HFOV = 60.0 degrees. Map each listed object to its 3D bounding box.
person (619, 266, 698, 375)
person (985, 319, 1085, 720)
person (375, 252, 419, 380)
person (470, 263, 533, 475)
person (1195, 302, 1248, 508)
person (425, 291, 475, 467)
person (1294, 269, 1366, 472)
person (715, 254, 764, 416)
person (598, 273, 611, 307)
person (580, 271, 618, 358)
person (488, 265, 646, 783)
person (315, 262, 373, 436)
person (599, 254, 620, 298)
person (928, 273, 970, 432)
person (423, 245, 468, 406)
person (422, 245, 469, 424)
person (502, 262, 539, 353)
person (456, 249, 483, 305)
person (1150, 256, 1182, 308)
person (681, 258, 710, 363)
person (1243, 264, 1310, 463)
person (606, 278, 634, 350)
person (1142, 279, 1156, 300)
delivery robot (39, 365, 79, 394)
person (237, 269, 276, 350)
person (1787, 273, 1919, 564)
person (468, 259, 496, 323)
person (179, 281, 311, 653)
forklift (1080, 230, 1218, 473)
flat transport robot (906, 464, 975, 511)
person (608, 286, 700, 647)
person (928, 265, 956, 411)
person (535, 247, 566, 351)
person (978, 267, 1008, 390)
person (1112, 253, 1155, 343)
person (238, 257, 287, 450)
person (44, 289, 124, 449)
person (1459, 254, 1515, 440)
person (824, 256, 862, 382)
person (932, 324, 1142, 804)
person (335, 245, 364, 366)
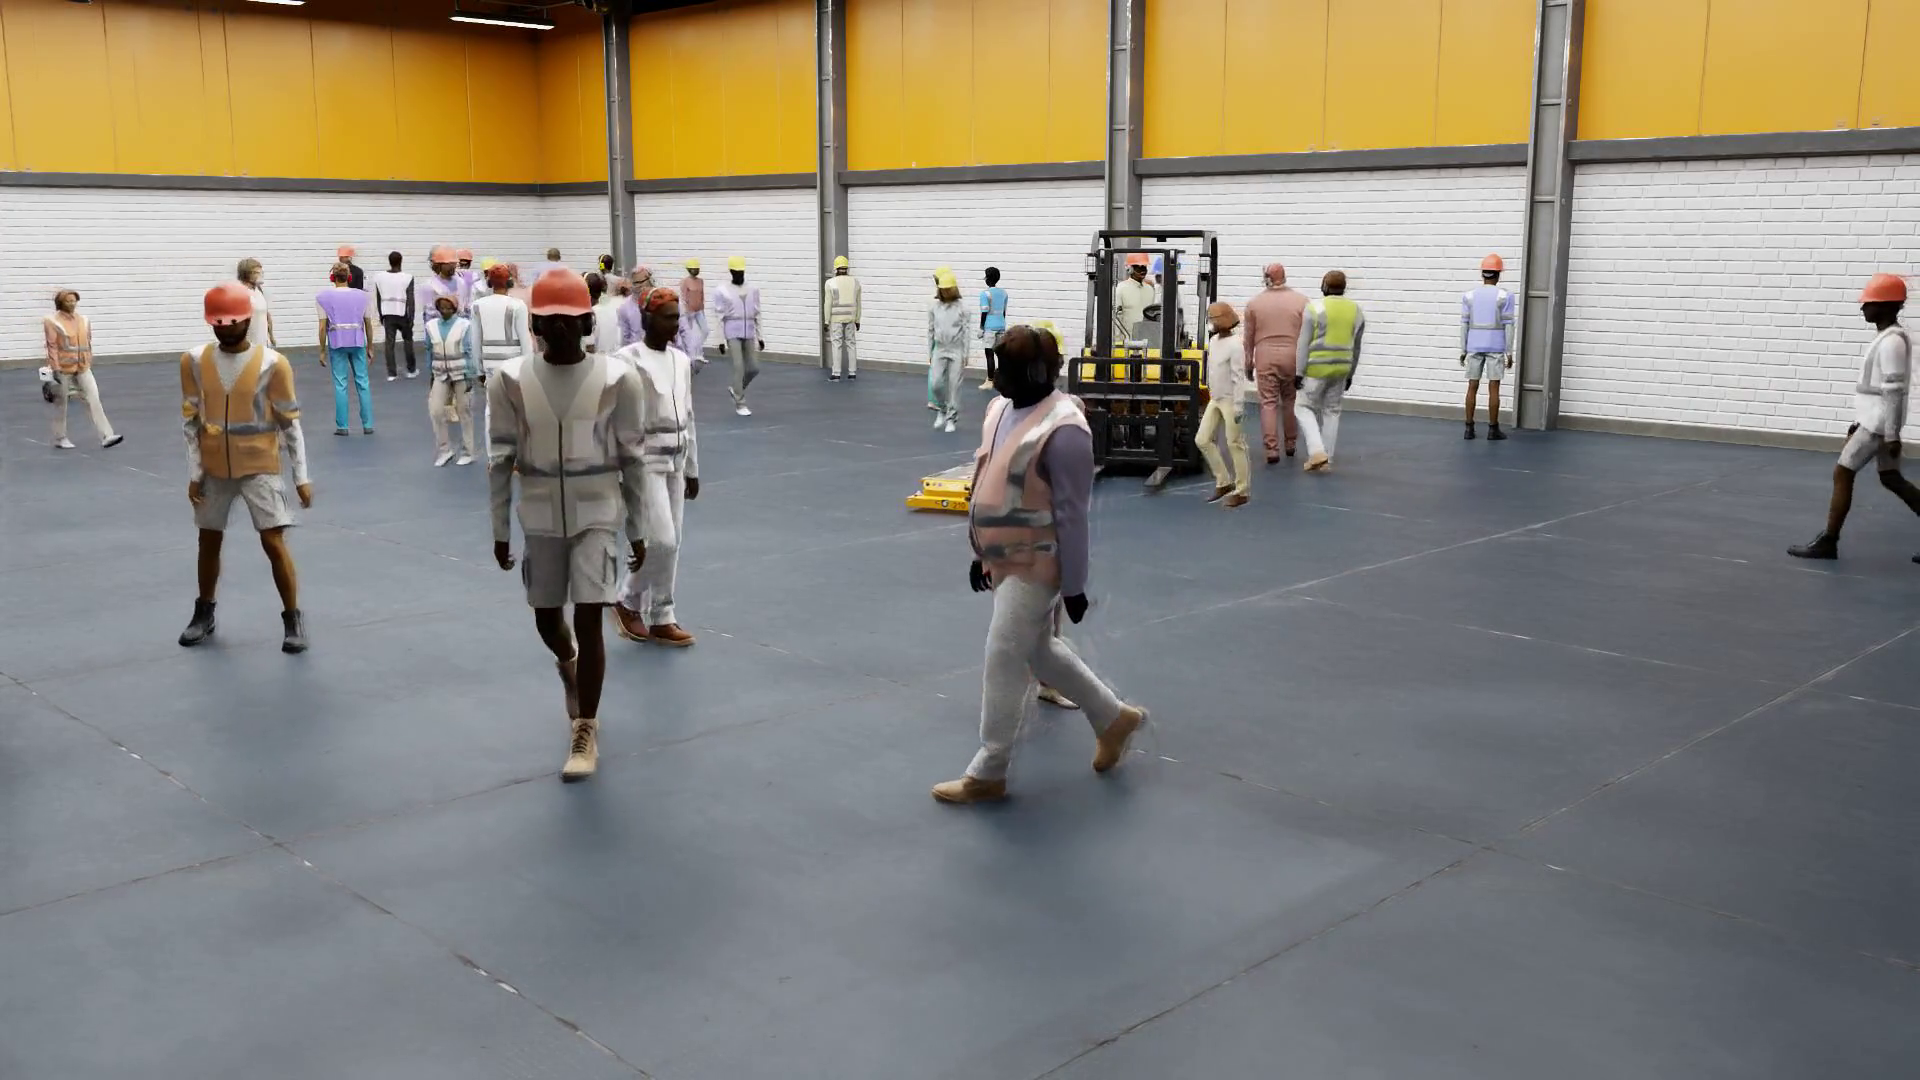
[{"bbox_3d":[-2.955,-1.767,16.336,0.752,1.846,0.977,-1,10,-6],"label":"person"},{"bbox_3d":[0.346,-0.094,7.404,0.525,1.771,0.305,-7,12,-32],"label":"person"},{"bbox_3d":[-8.365,-3.334,24.770,0.610,1.882,0.931,0,10,-2],"label":"person"},{"bbox_3d":[-4.064,-1.520,14.857,0.584,1.884,0.348,3,11,17],"label":"person"},{"bbox_3d":[2.087,-1.058,13.060,0.442,1.607,0.615,-4,11,-19],"label":"person"},{"bbox_3d":[-4.695,-1.479,15.349,0.526,1.618,0.481,2,11,9],"label":"person"},{"bbox_3d":[3.264,-1.495,14.872,0.644,1.829,0.495,-3,11,-17],"label":"person"},{"bbox_3d":[-2.631,-2.439,19.778,0.614,1.912,0.536,-8,13,-36],"label":"person"},{"bbox_3d":[-4.999,-2.841,22.789,0.532,1.606,0.379,5,11,23],"label":"person"},{"bbox_3d":[-3.076,-1.324,13.982,0.948,1.816,0.510,5,12,27],"label":"person"},{"bbox_3d":[-1.577,-0.102,6.771,0.620,2.025,0.851,-1,10,-3],"label":"person"},{"bbox_3d":[-6.543,-2.030,17.739,0.565,1.847,0.396,-6,12,-30],"label":"person"},{"bbox_3d":[-5.046,-3.163,23.892,0.318,1.862,0.520,7,12,32],"label":"person"},{"bbox_3d":[-0.128,-2.027,18.055,0.485,1.731,0.346,2,11,13],"label":"person"},{"bbox_3d":[-6.487,-2.695,20.842,0.730,2.000,0.689,-1,10,-3],"label":"person"},{"bbox_3d":[-5.804,-2.331,18.904,0.482,2.021,0.628,6,12,29],"label":"person"},{"bbox_3d":[-4.288,-1.738,16.092,0.428,1.874,0.726,-1,10,-4],"label":"person"},{"bbox_3d":[-7.646,-3.544,25.802,0.571,1.916,0.575,-1,10,-8],"label":"person"},{"bbox_3d":[2.226,-2.142,18.156,0.603,1.916,0.710,1,10,4],"label":"person"},{"bbox_3d":[-4.387,-3.785,27.582,0.549,1.748,0.560,7,13,35],"label":"person"},{"bbox_3d":[3.035,-1.685,15.838,0.684,1.854,0.950,2,11,11],"label":"person"},{"bbox_3d":[-4.218,-2.417,20.486,0.560,1.609,0.531,-9,14,-41],"label":"person"},{"bbox_3d":[2.194,-2.348,20.117,0.502,1.599,0.540,-2,11,-11],"label":"person"},{"bbox_3d":[-11.639,-2.123,21.519,0.477,0.478,0.707,-10,14,-43],"label":"delivery robot"},{"bbox_3d":[-8.684,-2.484,20.290,0.755,1.823,0.524,7,13,35],"label":"person"},{"bbox_3d":[6.034,-0.778,10.795,0.961,1.901,0.545,6,12,30],"label":"person"},{"bbox_3d":[-6.901,-3.222,24.417,0.602,1.782,0.928,-8,13,-37],"label":"person"},{"bbox_3d":[-3.716,-0.369,8.548,0.686,1.916,0.486,-1,10,-5],"label":"person"},{"bbox_3d":[1.804,-1.825,15.677,1.214,2.155,2.313,2,11,13],"label":"forklift"},{"bbox_3d":[0.160,-0.441,13.381,0.652,0.197,1.431,4,11,23],"label":"flat transport robot"},{"bbox_3d":[-1.544,-0.361,8.571,0.407,1.870,0.617,5,12,26],"label":"person"},{"bbox_3d":[-0.211,-2.462,20.323,0.325,1.767,0.533,-4,11,-20],"label":"person"},{"bbox_3d":[-7.198,-4.232,29.539,0.649,1.921,0.478,-2,10,-8],"label":"person"},{"bbox_3d":[0.449,-2.918,22.993,0.319,1.697,0.533,9,14,40],"label":"person"},{"bbox_3d":[1.824,-2.043,17.406,0.610,1.996,0.378,-9,13,-39],"label":"person"},{"bbox_3d":[-7.019,-1.820,16.402,0.562,1.926,0.632,-1,10,-7],"label":"person"},{"bbox_3d":[-8.771,-1.682,16.513,0.849,1.590,0.547,5,12,26],"label":"person"},{"bbox_3d":[5.498,-1.998,17.368,0.563,1.931,0.425,7,12,32],"label":"person"},{"bbox_3d":[-1.727,-3.229,24.319,0.600,1.831,0.404,-6,12,-30],"label":"person"},{"bbox_3d":[0.320,0.083,6.330,0.862,1.818,0.621,-4,11,-19],"label":"person"},{"bbox_3d":[-9.960,-3.827,27.196,0.619,1.980,0.455,5,11,24],"label":"person"}]
